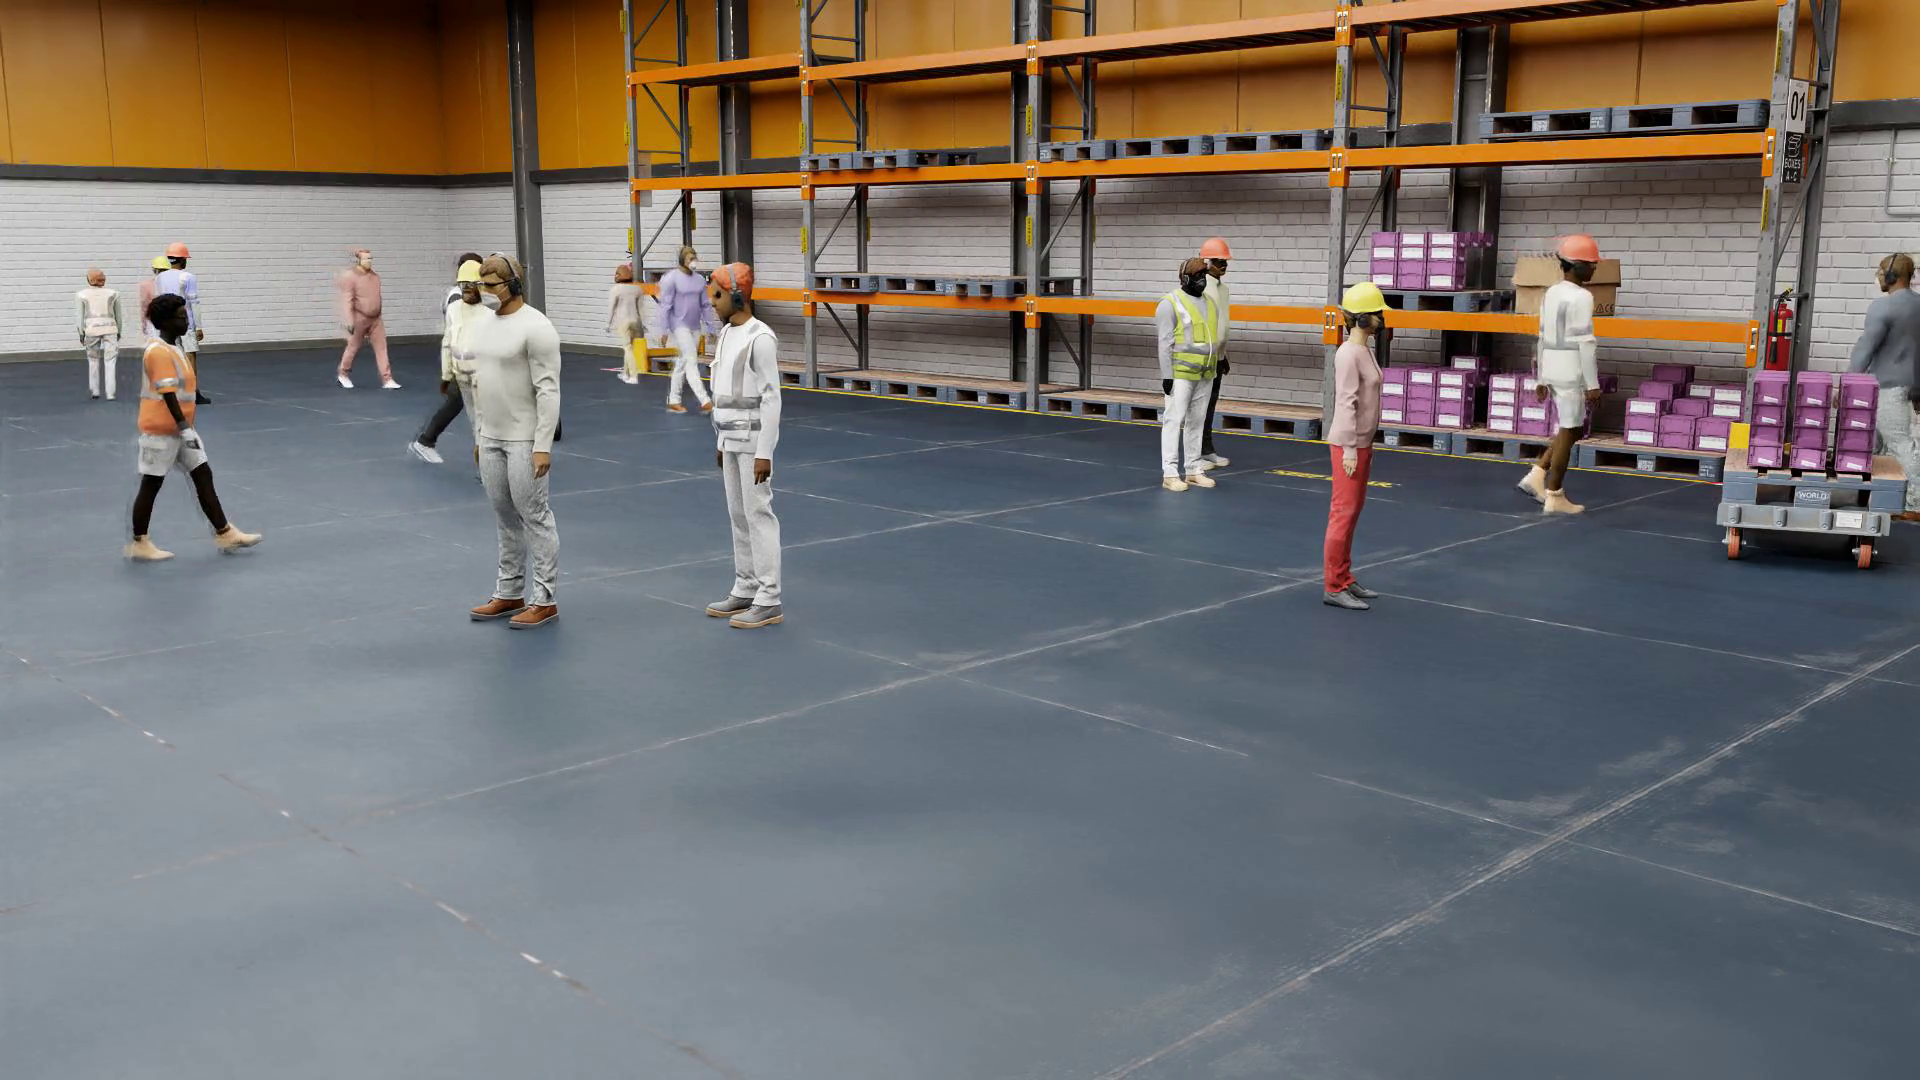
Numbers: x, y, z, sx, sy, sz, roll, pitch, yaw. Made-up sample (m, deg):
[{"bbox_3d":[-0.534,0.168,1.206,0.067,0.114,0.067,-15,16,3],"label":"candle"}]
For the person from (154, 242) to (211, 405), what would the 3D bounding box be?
[{"bbox_3d":[-9.297,-2.578,19.884,0.553,1.935,0.362,2,11,13],"label":"person"}]

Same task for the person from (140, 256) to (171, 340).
[{"bbox_3d":[-10.262,-2.784,21.473,0.538,1.750,0.503,-7,13,-34],"label":"person"}]

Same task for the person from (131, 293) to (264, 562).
[{"bbox_3d":[-4.807,-0.689,10.337,0.828,1.662,0.543,-1,10,-8],"label":"person"}]

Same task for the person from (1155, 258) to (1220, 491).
[{"bbox_3d":[1.847,-1.320,13.286,0.622,1.845,0.429,-8,13,-38],"label":"person"}]

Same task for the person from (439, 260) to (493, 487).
[{"bbox_3d":[-3.919,-1.335,13.418,0.589,1.816,0.606,4,11,20],"label":"person"}]

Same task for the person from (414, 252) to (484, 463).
[{"bbox_3d":[-4.391,-1.595,14.702,0.949,1.882,0.589,2,11,9],"label":"person"}]

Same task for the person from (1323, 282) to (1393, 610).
[{"bbox_3d":[2.174,-0.513,9.086,0.310,1.770,0.533,4,11,23],"label":"person"}]

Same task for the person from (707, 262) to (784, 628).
[{"bbox_3d":[-1.117,-0.490,8.637,0.337,1.884,0.584,-6,12,-29],"label":"person"}]

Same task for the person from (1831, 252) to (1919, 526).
[{"bbox_3d":[6.505,-1.079,11.816,0.648,1.886,0.996,-7,13,-35],"label":"person"}]

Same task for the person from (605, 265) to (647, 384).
[{"bbox_3d":[-4.634,-2.964,22.899,0.781,1.599,0.543,10,14,43],"label":"person"}]

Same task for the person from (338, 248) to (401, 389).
[{"bbox_3d":[-7.896,-2.921,21.977,0.988,1.865,0.663,6,12,29],"label":"person"}]

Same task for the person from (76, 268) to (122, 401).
[{"bbox_3d":[-10.592,-2.531,20.503,0.502,1.609,0.706,-5,11,-25],"label":"person"}]

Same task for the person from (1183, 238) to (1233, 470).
[{"bbox_3d":[2.177,-1.616,14.481,0.393,1.995,0.612,7,13,35],"label":"person"}]

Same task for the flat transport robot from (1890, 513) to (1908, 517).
[{"bbox_3d":[6.599,-0.304,12.032,1.431,0.197,0.652,5,12,28],"label":"flat transport robot"}]

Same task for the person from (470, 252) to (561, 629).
[{"bbox_3d":[-2.312,-0.511,8.617,0.627,1.937,0.372,8,13,38],"label":"person"}]

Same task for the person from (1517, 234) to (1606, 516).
[{"bbox_3d":[4.394,-1.167,11.942,0.423,2.027,0.617,0,10,2],"label":"person"}]

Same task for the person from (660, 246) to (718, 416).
[{"bbox_3d":[-2.972,-2.336,18.672,0.976,1.893,0.661,7,12,33],"label":"person"}]
